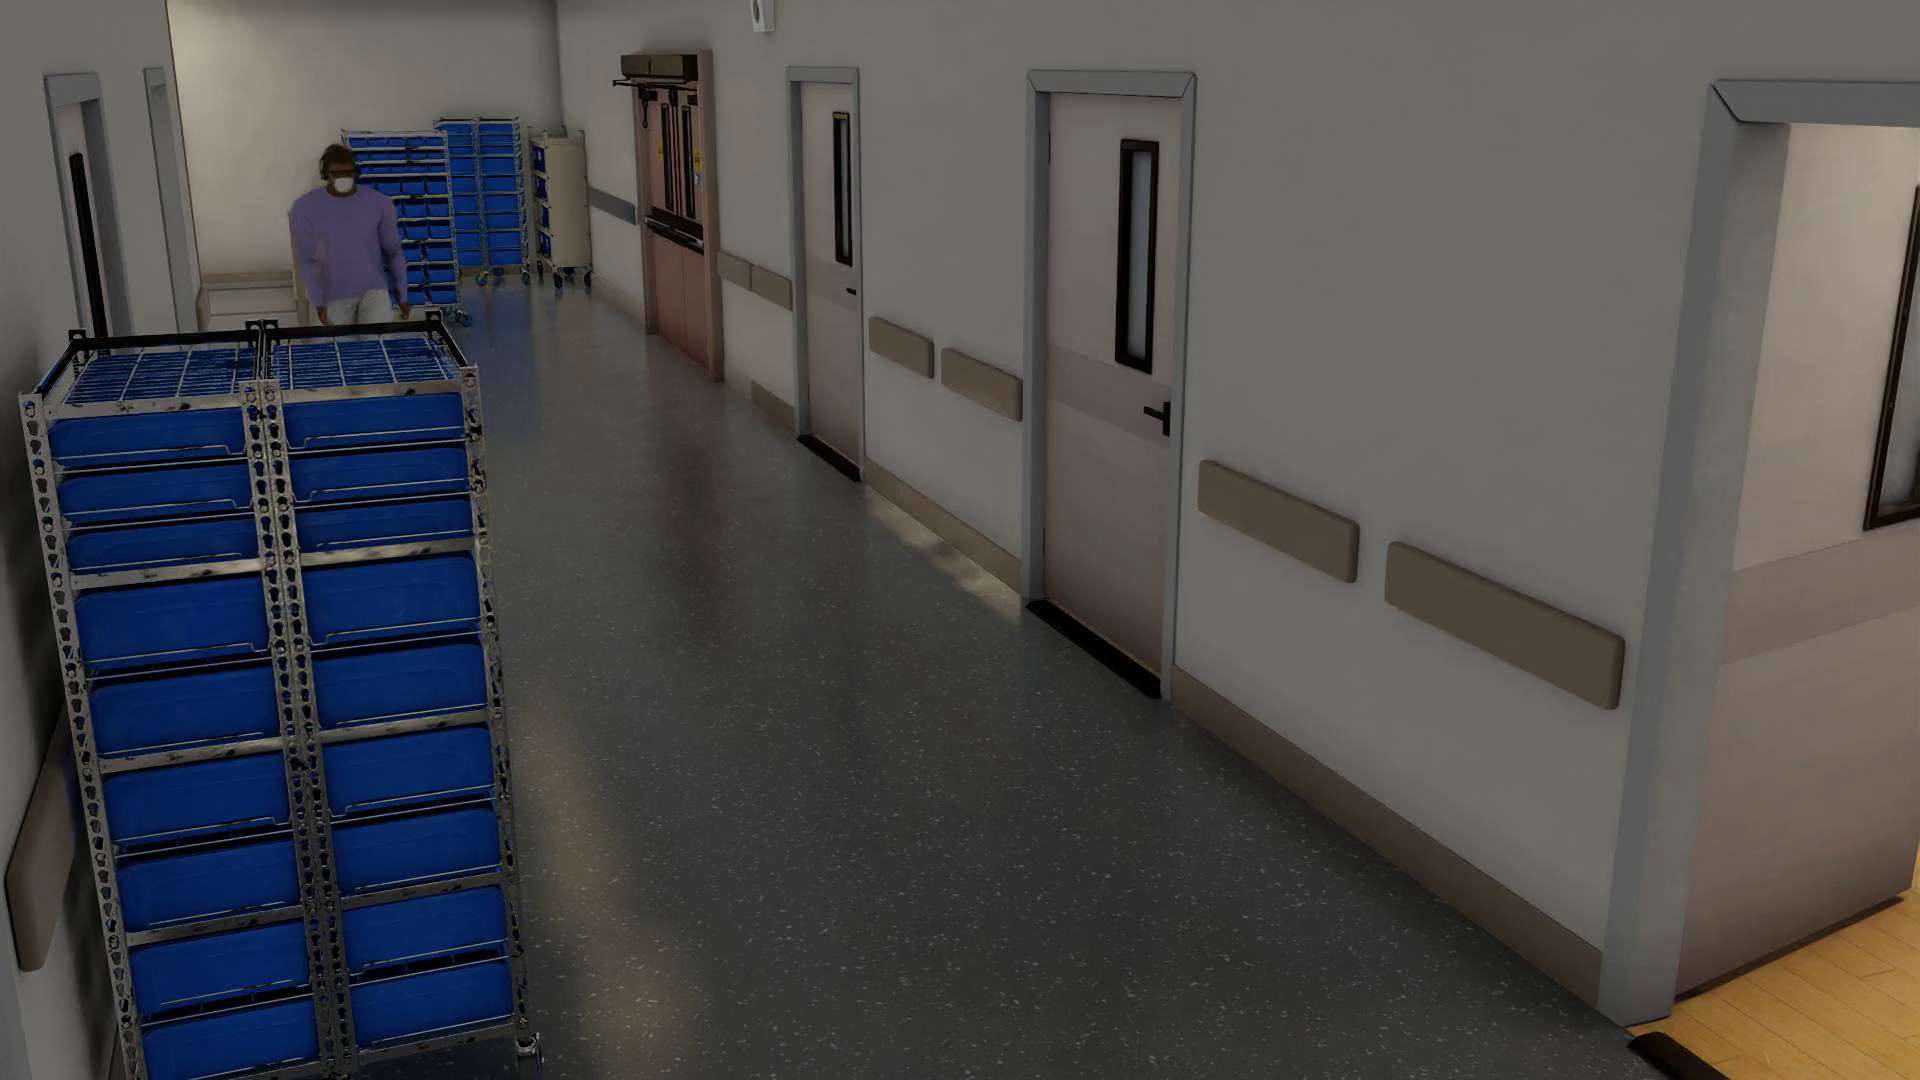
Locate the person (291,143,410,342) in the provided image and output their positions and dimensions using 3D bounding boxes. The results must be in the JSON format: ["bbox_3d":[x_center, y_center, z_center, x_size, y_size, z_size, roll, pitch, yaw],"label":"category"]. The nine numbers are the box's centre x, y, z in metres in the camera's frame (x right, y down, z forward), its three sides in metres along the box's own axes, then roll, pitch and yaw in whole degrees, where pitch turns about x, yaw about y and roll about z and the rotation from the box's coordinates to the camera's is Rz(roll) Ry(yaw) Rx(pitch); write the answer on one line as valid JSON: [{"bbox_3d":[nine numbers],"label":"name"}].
[{"bbox_3d":[-3.793,-1.526,10.430,0.647,1.890,0.889,-6,17,-19],"label":"person"}]
